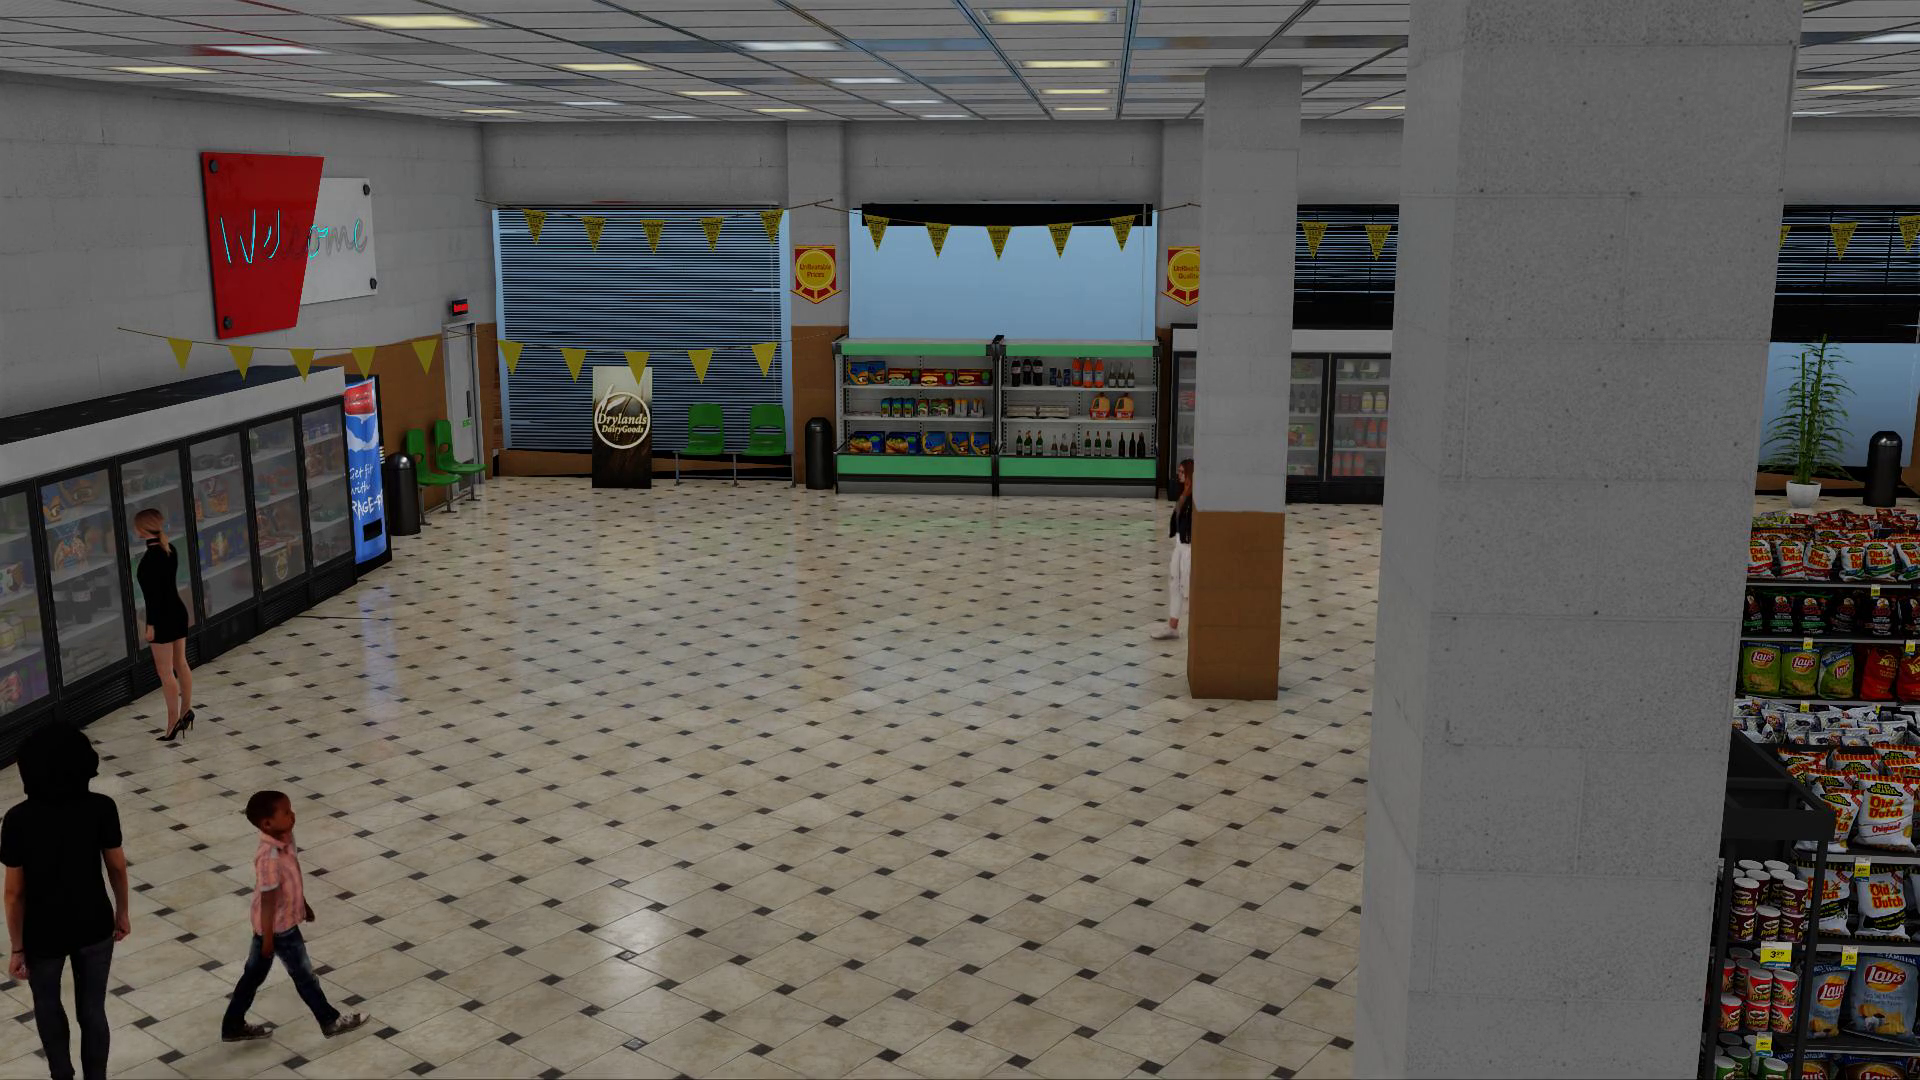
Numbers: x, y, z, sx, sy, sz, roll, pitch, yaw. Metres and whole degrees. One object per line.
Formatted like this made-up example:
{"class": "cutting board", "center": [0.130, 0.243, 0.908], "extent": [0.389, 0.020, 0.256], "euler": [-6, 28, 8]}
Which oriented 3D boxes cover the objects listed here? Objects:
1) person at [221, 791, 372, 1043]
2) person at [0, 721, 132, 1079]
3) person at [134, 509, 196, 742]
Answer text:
{"class": "person", "center": [-3.345, 1.835, 7.967], "extent": [0.974, 1.278, 0.758], "euler": [-4, 13, -18]}
{"class": "person", "center": [-3.872, 1.714, 7.240], "extent": [0.804, 1.815, 0.872], "euler": [-8, 14, -33]}
{"class": "person", "center": [-5.994, 0.625, 12.524], "extent": [0.536, 1.768, 0.583], "euler": [0, 12, 1]}
